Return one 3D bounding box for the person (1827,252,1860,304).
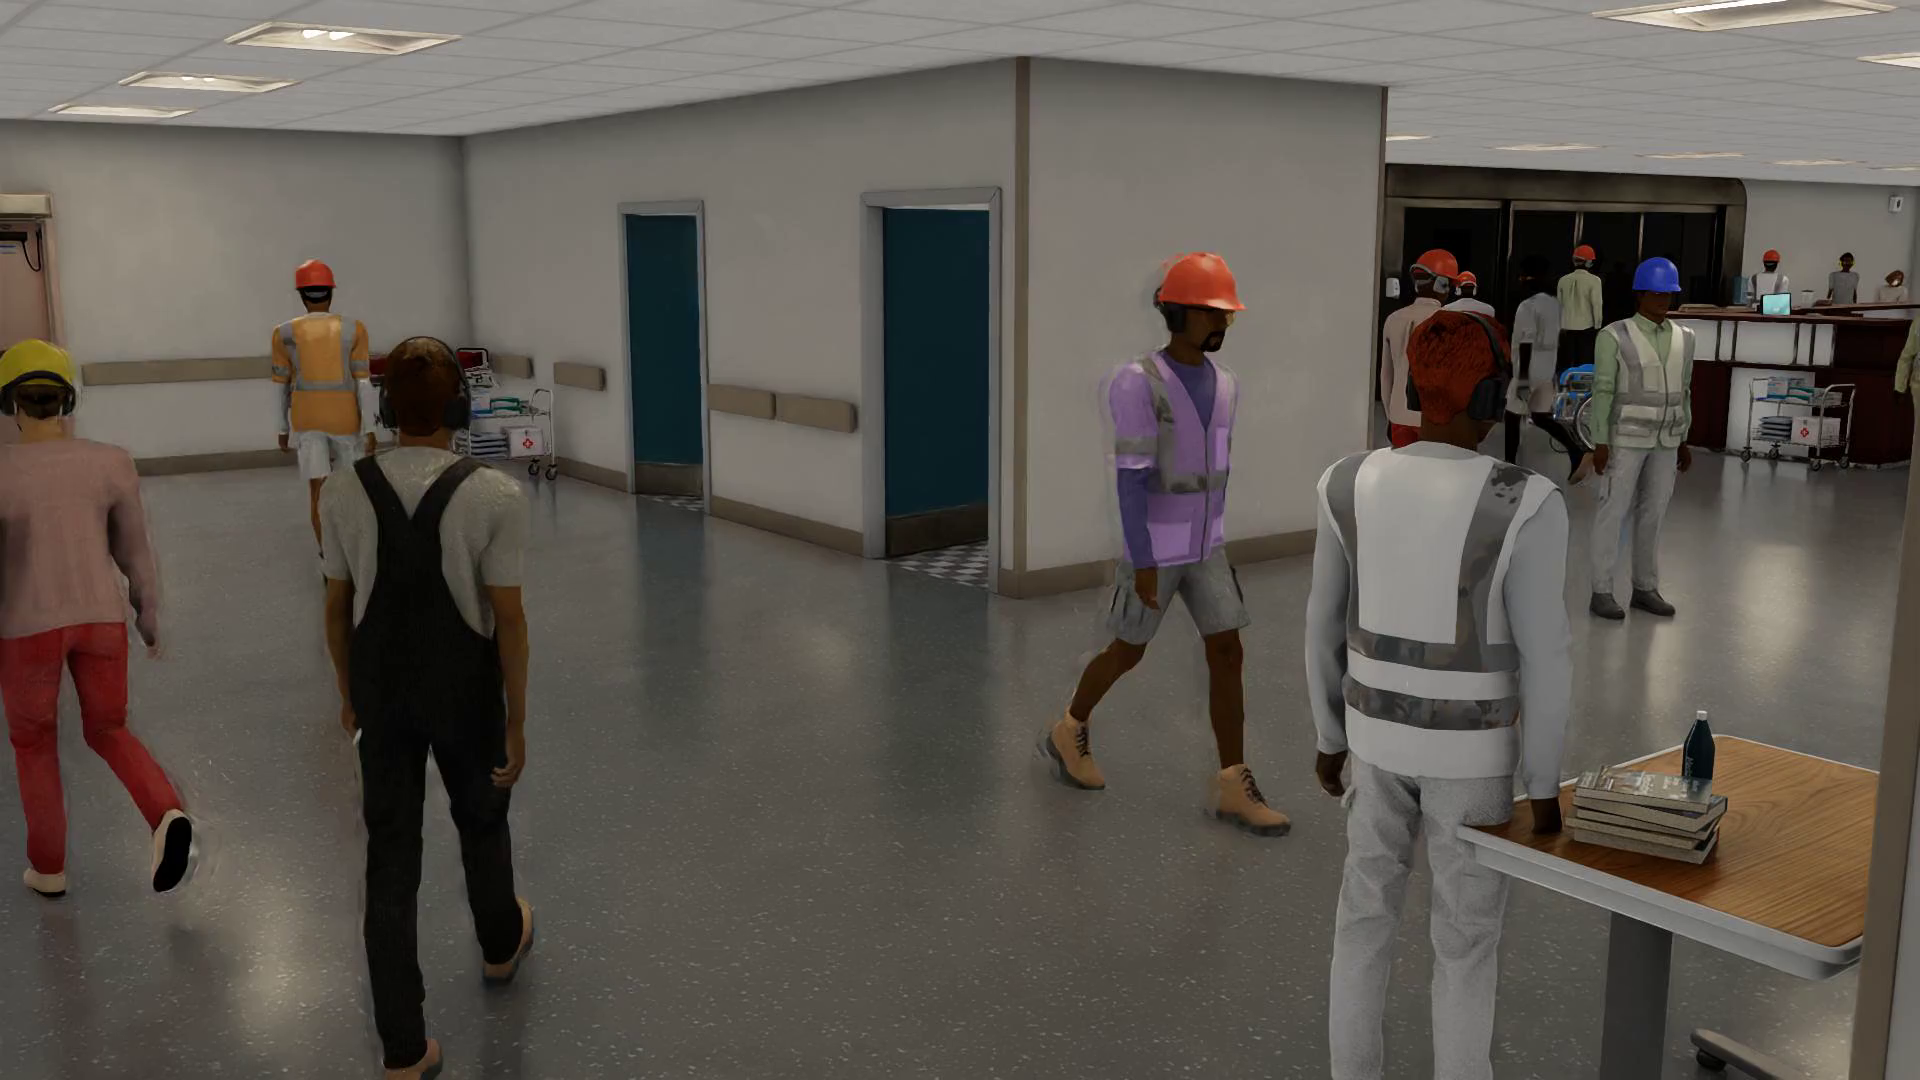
[{"bbox_3d":[14.541,-3.792,27.405,0.521,1.874,0.328,1,10,3],"label":"person"}]

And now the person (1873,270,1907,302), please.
[{"bbox_3d":[15.052,-3.587,27.007,0.449,1.615,0.535,-8,13,-37],"label":"person"}]

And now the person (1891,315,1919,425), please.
[{"bbox_3d":[7.578,-1.159,12.857,0.733,1.798,0.608,-9,13,-41],"label":"person"}]

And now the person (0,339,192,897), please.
[{"bbox_3d":[-2.681,0.267,5.032,0.628,1.740,0.554,9,13,40],"label":"person"}]

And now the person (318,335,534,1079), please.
[{"bbox_3d":[-1.309,0.399,4.154,0.528,1.796,0.964,-1,10,-3],"label":"person"}]

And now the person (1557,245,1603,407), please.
[{"bbox_3d":[7.686,-2.647,20.636,0.378,1.996,0.611,-8,13,-38],"label":"person"}]

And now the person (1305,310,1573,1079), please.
[{"bbox_3d":[1.019,0.454,3.577,0.585,1.882,0.340,10,14,43],"label":"person"}]

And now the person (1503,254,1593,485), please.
[{"bbox_3d":[4.832,-1.398,13.813,0.608,1.942,0.837,-10,14,-44],"label":"person"}]

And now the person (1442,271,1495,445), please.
[{"bbox_3d":[5.067,-1.823,16.728,0.564,1.743,0.351,2,10,13],"label":"person"}]

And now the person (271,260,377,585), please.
[{"bbox_3d":[-3.823,-0.718,10.046,0.573,1.913,0.765,-3,10,-15],"label":"person"}]

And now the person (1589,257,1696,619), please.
[{"bbox_3d":[3.691,-0.545,8.995,0.617,1.946,0.393,-3,10,-15],"label":"person"}]

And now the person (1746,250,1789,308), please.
[{"bbox_3d":[11.672,-3.226,24.077,0.546,1.929,0.387,8,13,39],"label":"person"}]

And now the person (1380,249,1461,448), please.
[{"bbox_3d":[2.765,-0.720,9.871,0.393,1.985,0.611,-6,12,-31],"label":"person"}]

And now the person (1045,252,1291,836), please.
[{"bbox_3d":[0.714,-0.011,5.890,0.621,2.004,1.029,-8,13,-37],"label":"person"}]
